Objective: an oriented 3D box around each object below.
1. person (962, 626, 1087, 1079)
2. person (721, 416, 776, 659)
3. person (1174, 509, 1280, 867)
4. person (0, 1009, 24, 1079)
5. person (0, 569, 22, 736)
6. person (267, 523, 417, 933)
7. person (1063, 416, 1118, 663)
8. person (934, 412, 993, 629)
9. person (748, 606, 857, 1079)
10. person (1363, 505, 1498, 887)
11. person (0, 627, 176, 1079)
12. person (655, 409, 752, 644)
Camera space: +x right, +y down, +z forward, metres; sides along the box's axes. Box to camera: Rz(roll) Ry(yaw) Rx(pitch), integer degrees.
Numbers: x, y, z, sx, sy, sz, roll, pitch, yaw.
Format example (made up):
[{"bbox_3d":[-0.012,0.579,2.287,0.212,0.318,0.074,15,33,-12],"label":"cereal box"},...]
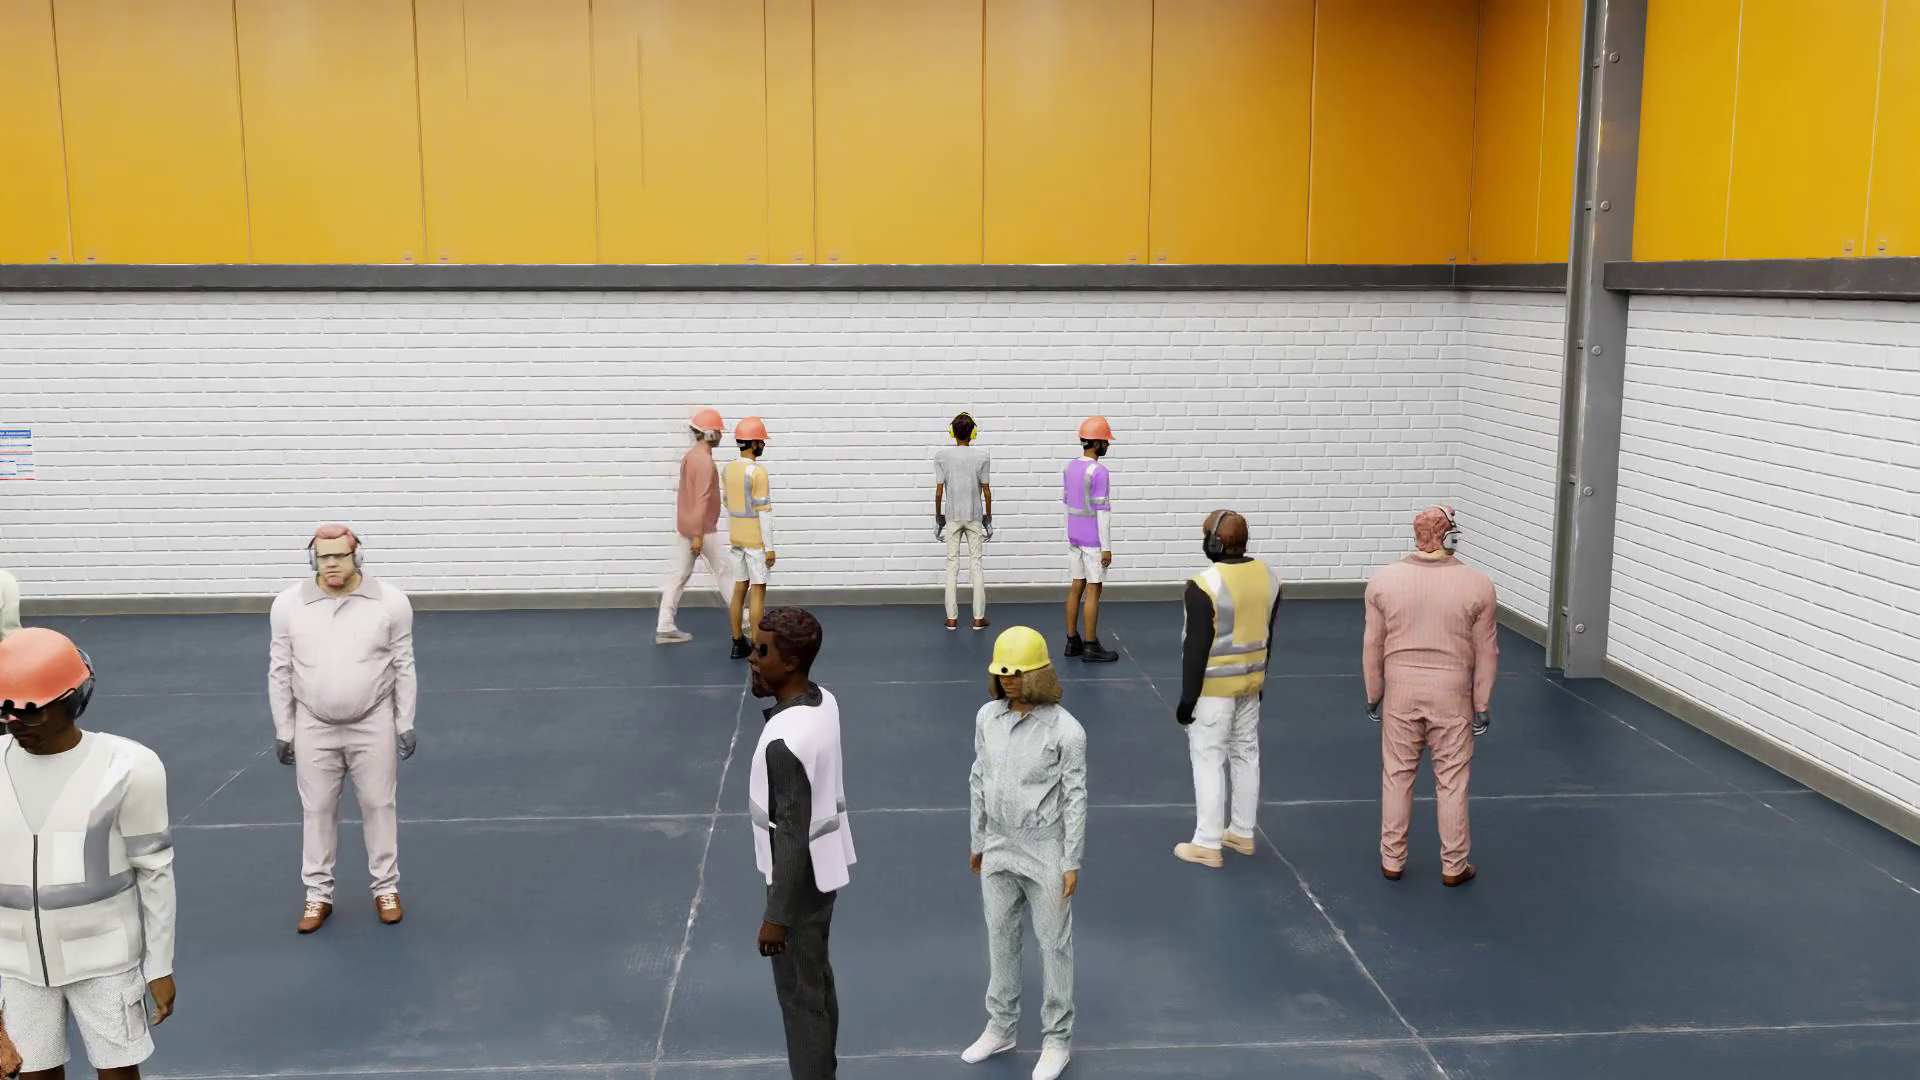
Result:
[{"bbox_3d":[0.234,1.176,6.272,0.492,1.741,0.324,6,11,34],"label":"person"},{"bbox_3d":[-1.628,0.001,13.033,0.354,1.939,0.544,-9,12,-43],"label":"person"},{"bbox_3d":[1.358,0.756,8.601,0.644,1.842,0.429,-7,12,-38],"label":"person"},{"bbox_3d":[-2.007,1.687,3.424,0.278,1.626,0.501,8,12,40],"label":"person"},{"bbox_3d":[-4.806,0.777,7.976,0.613,1.995,0.390,-6,11,-32],"label":"person"},{"bbox_3d":[-2.859,0.863,7.722,0.649,1.906,0.402,-2,9,-15],"label":"person"},{"bbox_3d":[1.041,-0.009,13.099,0.372,1.935,0.551,-5,10,-28],"label":"person"},{"bbox_3d":[0.034,-0.160,14.255,0.509,1.872,0.329,1,9,4],"label":"person"},{"bbox_3d":[-0.559,1.171,5.739,0.392,1.922,0.593,0,9,3],"label":"person"},{"bbox_3d":[2.340,0.772,8.302,0.643,1.905,0.399,4,10,24],"label":"person"},{"bbox_3d":[-2.644,1.247,4.916,0.606,2.033,0.403,-1,9,-4],"label":"person"},{"bbox_3d":[-2.071,-0.111,13.750,1.035,1.931,0.624,-5,10,-26],"label":"person"}]
